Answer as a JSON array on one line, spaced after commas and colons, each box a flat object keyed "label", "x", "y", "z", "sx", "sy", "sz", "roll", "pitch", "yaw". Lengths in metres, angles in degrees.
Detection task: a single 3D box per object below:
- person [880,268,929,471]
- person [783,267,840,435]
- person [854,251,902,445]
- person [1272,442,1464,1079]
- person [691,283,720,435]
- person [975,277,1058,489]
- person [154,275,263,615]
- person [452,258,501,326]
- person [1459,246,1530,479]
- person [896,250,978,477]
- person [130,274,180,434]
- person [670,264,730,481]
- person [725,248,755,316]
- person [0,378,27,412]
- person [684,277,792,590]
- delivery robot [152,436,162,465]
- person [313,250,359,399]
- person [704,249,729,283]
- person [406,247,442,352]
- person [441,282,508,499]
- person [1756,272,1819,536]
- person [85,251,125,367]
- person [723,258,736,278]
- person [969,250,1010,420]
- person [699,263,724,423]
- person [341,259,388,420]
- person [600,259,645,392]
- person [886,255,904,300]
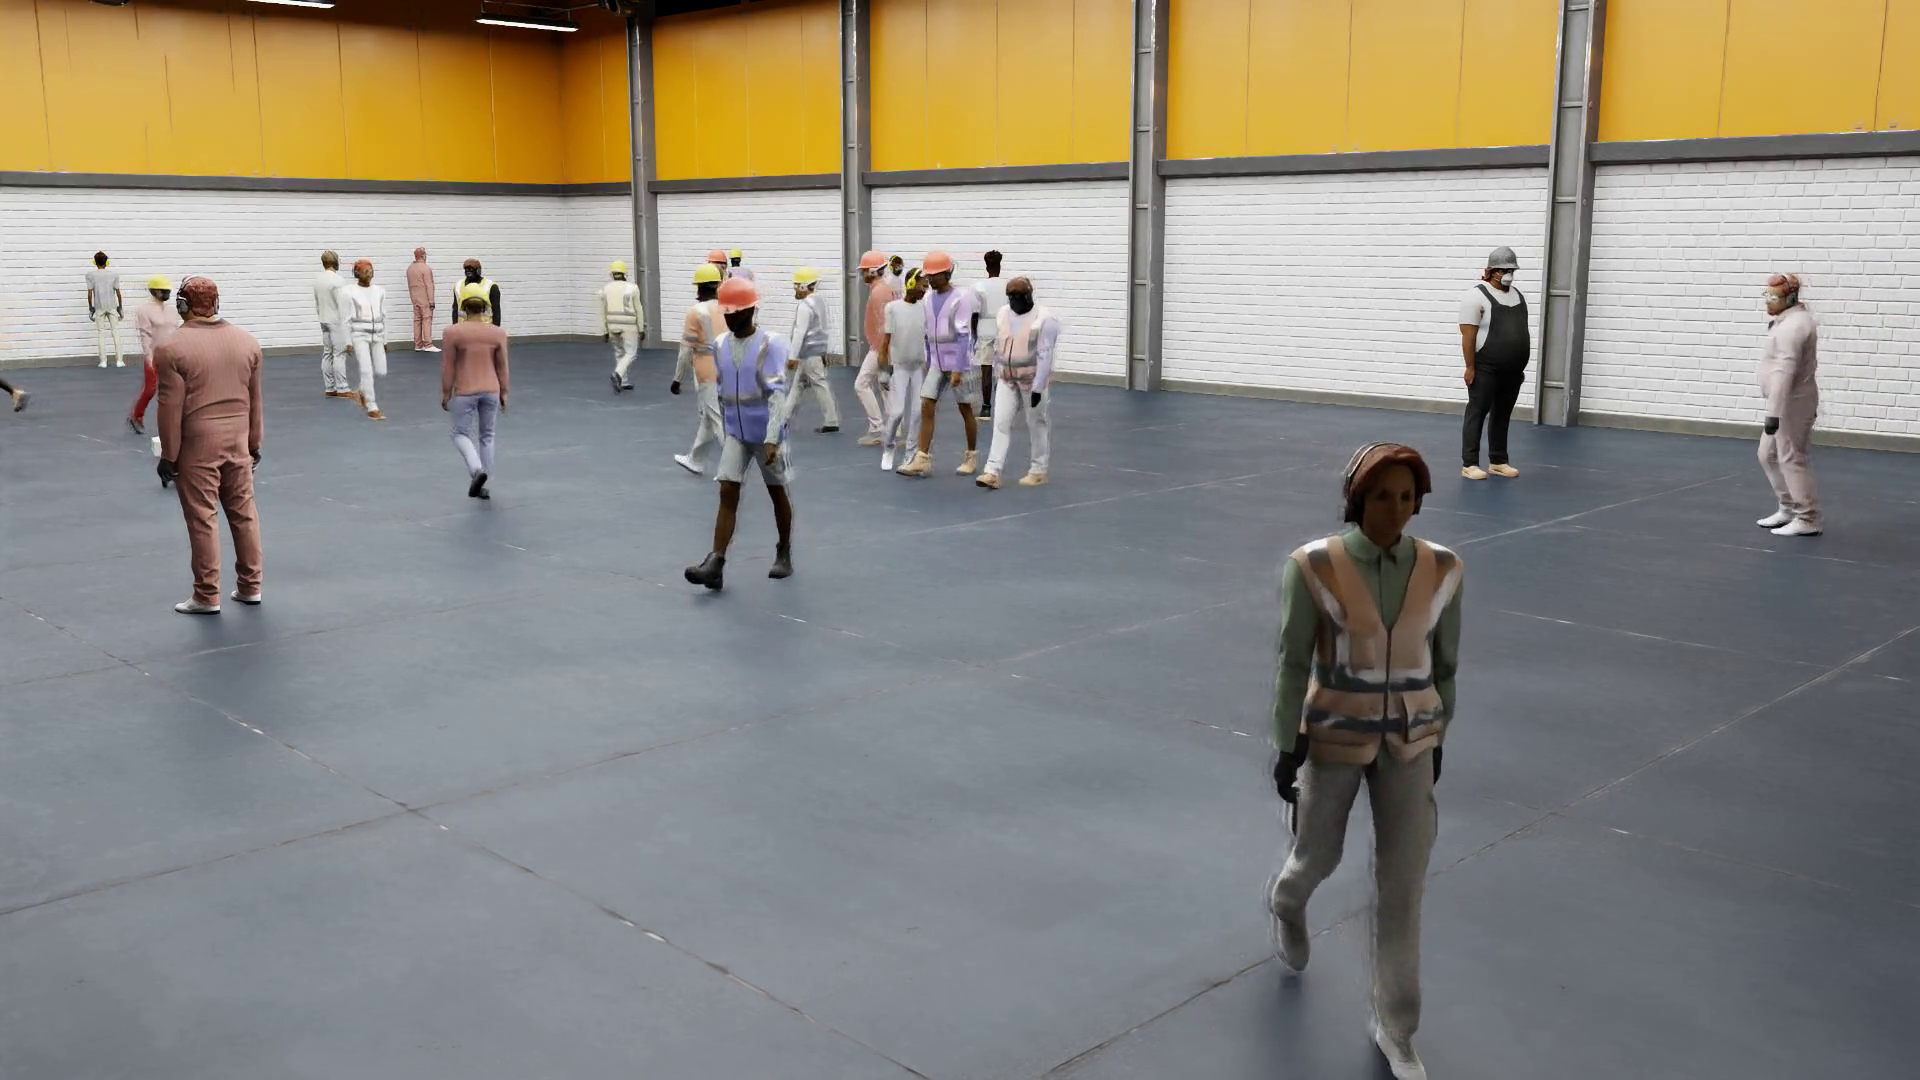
[{"label": "person", "x": -0.506, "y": -1.539, "z": 15.091, "sx": 0.572, "sy": 1.842, "sz": 0.405, "roll": -6, "pitch": 12, "yaw": -31}, {"label": "person", "x": -1.701, "y": -2.010, "z": 17.788, "sx": 0.912, "sy": 1.781, "sz": 0.624, "roll": 2, "pitch": 11, "yaw": 9}, {"label": "person", "x": -0.857, "y": -1.926, "z": 16.822, "sx": 0.585, "sy": 1.970, "sz": 0.663, "roll": 1, "pitch": 10, "yaw": 6}, {"label": "person", "x": 1.060, "y": 0.530, "z": 4.432, "sx": 0.518, "sy": 1.616, "sz": 0.749, "roll": -1, "pitch": 10, "yaw": -4}, {"label": "person", "x": -2.644, "y": -1.965, "z": 17.715, "sx": 0.512, "sy": 1.715, "sz": 0.546, "roll": 1, "pitch": 10, "yaw": 8}, {"label": "person", "x": 0.475, "y": -1.296, "z": 13.916, "sx": 0.670, "sy": 1.784, "sz": 0.900, "roll": 7, "pitch": 12, "yaw": 33}, {"label": "person", "x": -4.259, "y": -0.535, "z": 9.429, "sx": 0.409, "sy": 1.907, "sz": 0.651, "roll": 6, "pitch": 12, "yaw": 30}, {"label": "person", "x": -6.192, "y": -2.674, "z": 21.273, "sx": 0.634, "sy": 1.839, "sz": 0.429, "roll": 1, "pitch": 10, "yaw": 8}, {"label": "person", "x": 4.735, "y": -1.551, "z": 14.603, "sx": 0.689, "sy": 2.000, "sz": 0.537, "roll": -5, "pitch": 12, "yaw": -26}, {"label": "person", "x": -0.159, "y": -1.526, "z": 14.577, "sx": 0.644, "sy": 1.987, "sz": 0.950, "roll": 10, "pitch": 14, "yaw": 42}, {"label": "person", "x": -8.544, "y": -1.970, "z": 17.723, "sx": 0.843, "sy": 1.732, "sz": 0.523, "roll": 6, "pitch": 12, "yaw": 29}, {"label": "person", "x": -2.233, "y": -1.447, "z": 14.479, "sx": 0.958, "sy": 1.883, "sz": 0.592, "roll": 7, "pitch": 12, "yaw": 32}, {"label": "person", "x": -3.729, "y": -3.921, "z": 27.861, "sx": 0.619, "sy": 1.921, "sz": 0.388, "roll": -3, "pitch": 11, "yaw": -17}, {"label": "person", "x": -11.291, "y": -2.231, "z": 19.310, "sx": 0.579, "sy": 1.679, "sz": 0.548, "roll": -2, "pitch": 11, "yaw": -10}, {"label": "person", "x": -1.286, "y": -0.638, "z": 10.068, "sx": 0.578, "sy": 1.871, "sz": 0.999, "roll": 5, "pitch": 11, "yaw": 25}, {"label": "delivery robot", "x": -6.520, "y": -0.789, "z": 14.246, "sx": 0.707, "sy": 0.478, "sz": 0.477, "roll": 1, "pitch": 10, "yaw": 6}, {"label": "person", "x": -8.151, "y": -2.800, "z": 21.694, "sx": 0.631, "sy": 1.940, "sz": 0.372, "roll": 8, "pitch": 13, "yaw": 38}, {"label": "person", "x": -3.372, "y": -3.085, "z": 23.239, "sx": 0.353, "sy": 1.942, "sz": 0.546, "roll": -1, "pitch": 10, "yaw": -4}, {"label": "person", "x": -9.831, "y": -4.403, "z": 30.505, "sx": 0.646, "sy": 1.913, "sz": 0.409, "roll": 8, "pitch": 13, "yaw": 36}, {"label": "person", "x": -3.872, "y": -1.181, "z": 13.344, "sx": 0.547, "sy": 1.752, "sz": 0.484, "roll": -7, "pitch": 12, "yaw": -33}, {"label": "person", "x": 5.899, "y": -0.950, "z": 11.790, "sx": 0.538, "sy": 1.870, "sz": 0.664, "roll": 5, "pitch": 11, "yaw": 23}, {"label": "person", "x": -13.840, "y": -3.728, "z": 26.942, "sx": 0.513, "sy": 1.872, "sz": 0.328, "roll": -6, "pitch": 12, "yaw": -28}, {"label": "person", "x": -3.728, "y": -3.562, "z": 26.101, "sx": 0.508, "sy": 1.846, "sz": 0.345, "roll": -9, "pitch": 14, "yaw": -41}, {"label": "person", "x": 0.394, "y": -2.365, "z": 19.249, "sx": 0.608, "sy": 1.963, "sz": 0.370, "roll": -3, "pitch": 11, "yaw": -15}, {"label": "person", "x": -2.647, "y": -2.223, "z": 18.872, "sx": 0.588, "sy": 1.821, "sz": 0.563, "roll": -2, "pitch": 11, "yaw": -12}, {"label": "person", "x": -6.936, "y": -2.337, "z": 19.370, "sx": 0.618, "sy": 1.866, "sz": 0.582, "roll": 9, "pitch": 13, "yaw": 39}, {"label": "person", "x": -4.581, "y": -2.870, "z": 22.425, "sx": 0.600, "sy": 1.808, "sz": 0.697, "roll": 4, "pitch": 11, "yaw": 19}, {"label": "person", "x": -1.020, "y": -3.444, "z": 25.502, "sx": 0.459, "sy": 1.829, "sz": 0.590, "roll": 3, "pitch": 11, "yaw": 15}]
